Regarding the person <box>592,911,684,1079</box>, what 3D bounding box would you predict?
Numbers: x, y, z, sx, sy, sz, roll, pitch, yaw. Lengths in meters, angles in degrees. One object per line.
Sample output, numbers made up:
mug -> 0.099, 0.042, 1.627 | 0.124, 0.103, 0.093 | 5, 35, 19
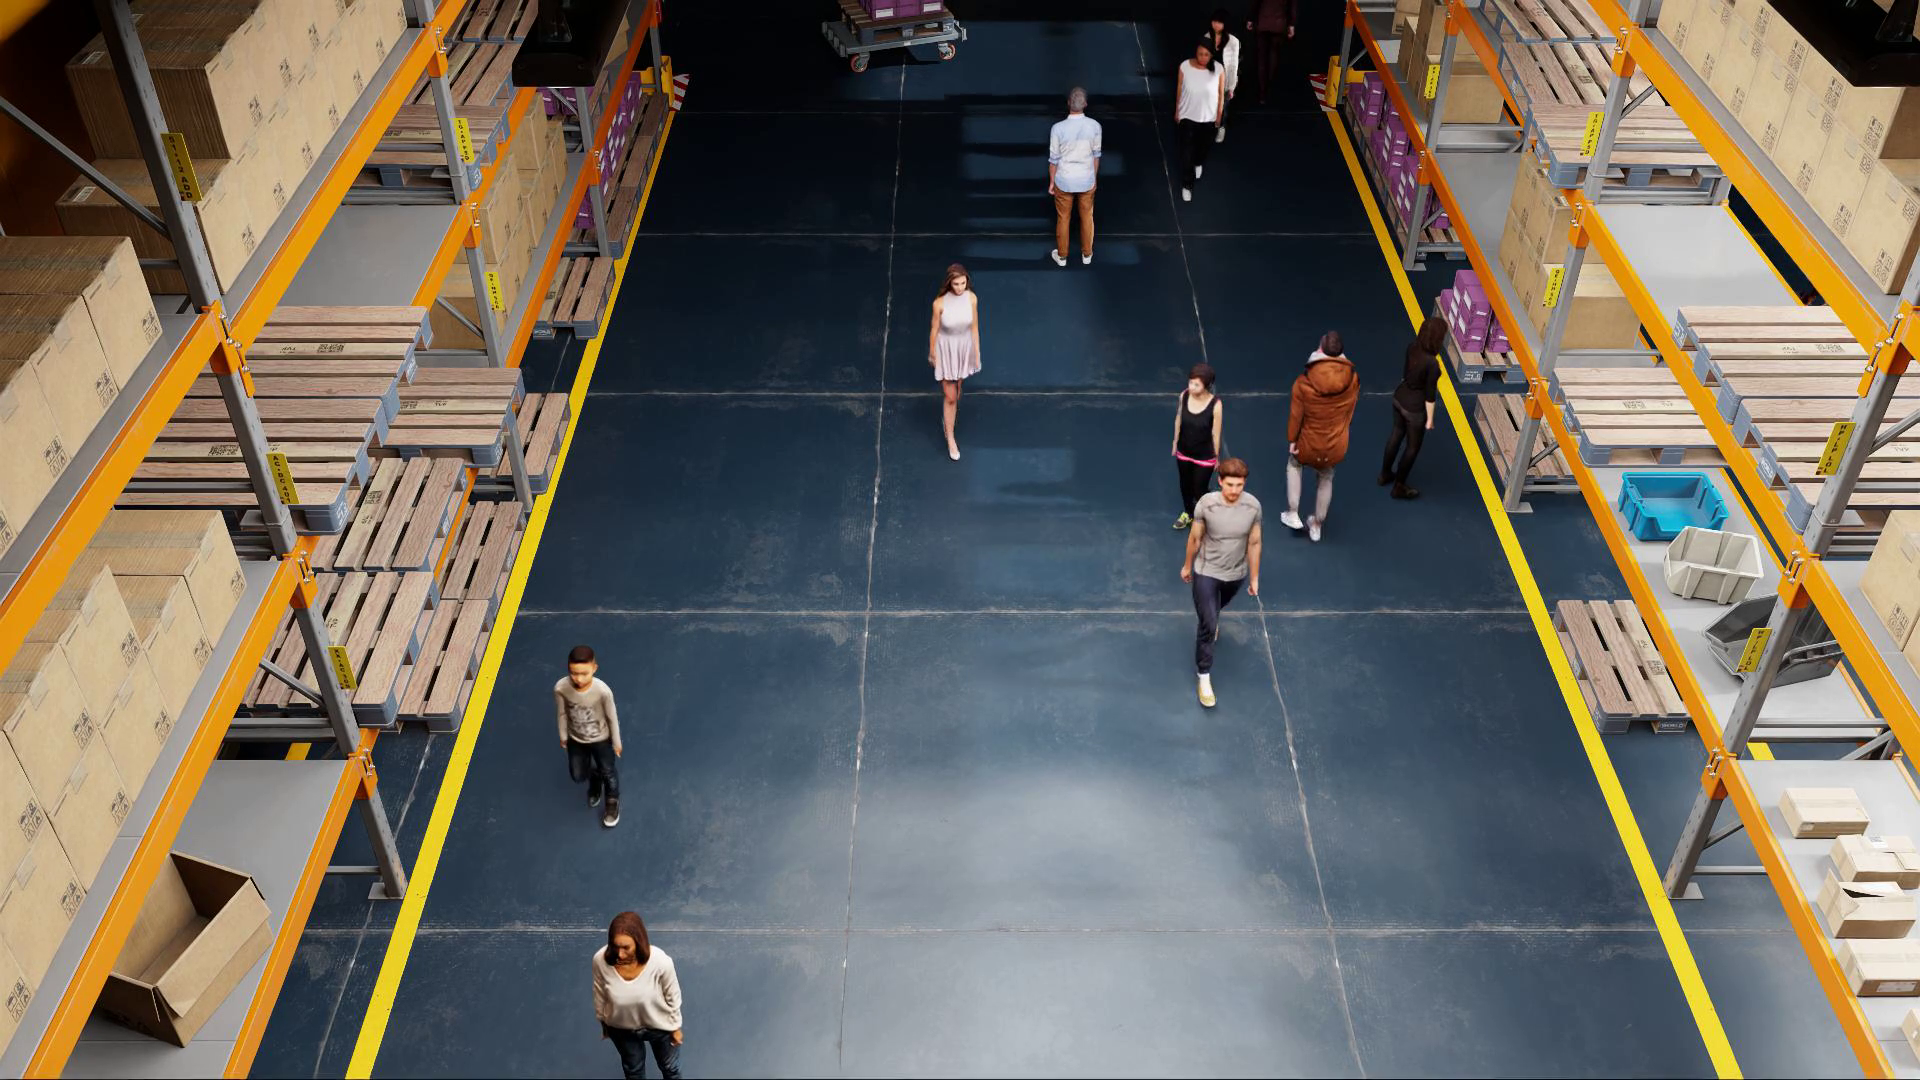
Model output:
person -> -1.684, 2.541, 8.826 | 0.620, 1.683, 0.543 | 2, 39, 3

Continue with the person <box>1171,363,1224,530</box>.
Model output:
person -> 1.908, -0.746, 13.055 | 0.696, 1.541, 0.752 | 28, 46, 30

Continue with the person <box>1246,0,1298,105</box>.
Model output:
person -> 3.633, -5.979, 19.365 | 0.706, 1.845, 0.832 | 0, 39, 0

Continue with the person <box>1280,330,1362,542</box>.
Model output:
person -> 2.799, -0.737, 12.818 | 0.686, 1.823, 0.670 | -1, 39, -1

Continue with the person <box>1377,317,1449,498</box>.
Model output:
person -> 3.625, -1.073, 13.389 | 0.693, 1.635, 0.570 | -15, 41, -18

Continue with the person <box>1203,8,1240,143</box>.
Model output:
person -> 2.895, -5.109, 18.468 | 0.874, 1.603, 1.140 | 15, 41, 17

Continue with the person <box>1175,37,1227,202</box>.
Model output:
person -> 2.559, -4.549, 17.732 | 0.720, 1.647, 1.098 | 4, 39, 5

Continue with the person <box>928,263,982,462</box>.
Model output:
person -> -0.085, -1.583, 13.932 | 0.704, 1.754, 0.866 | -10, 40, -12

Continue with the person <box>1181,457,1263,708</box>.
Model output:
person -> 1.818, 0.152, 11.679 | 0.701, 1.855, 1.216 | -1, 39, -2

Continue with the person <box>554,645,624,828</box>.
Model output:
person -> -2.353, 1.204, 10.684 | 0.565, 1.453, 0.584 | 2, 39, 2

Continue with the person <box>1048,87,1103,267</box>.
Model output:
person -> 1.132, -3.558, 16.347 | 0.698, 1.827, 0.598 | -3, 39, -4
